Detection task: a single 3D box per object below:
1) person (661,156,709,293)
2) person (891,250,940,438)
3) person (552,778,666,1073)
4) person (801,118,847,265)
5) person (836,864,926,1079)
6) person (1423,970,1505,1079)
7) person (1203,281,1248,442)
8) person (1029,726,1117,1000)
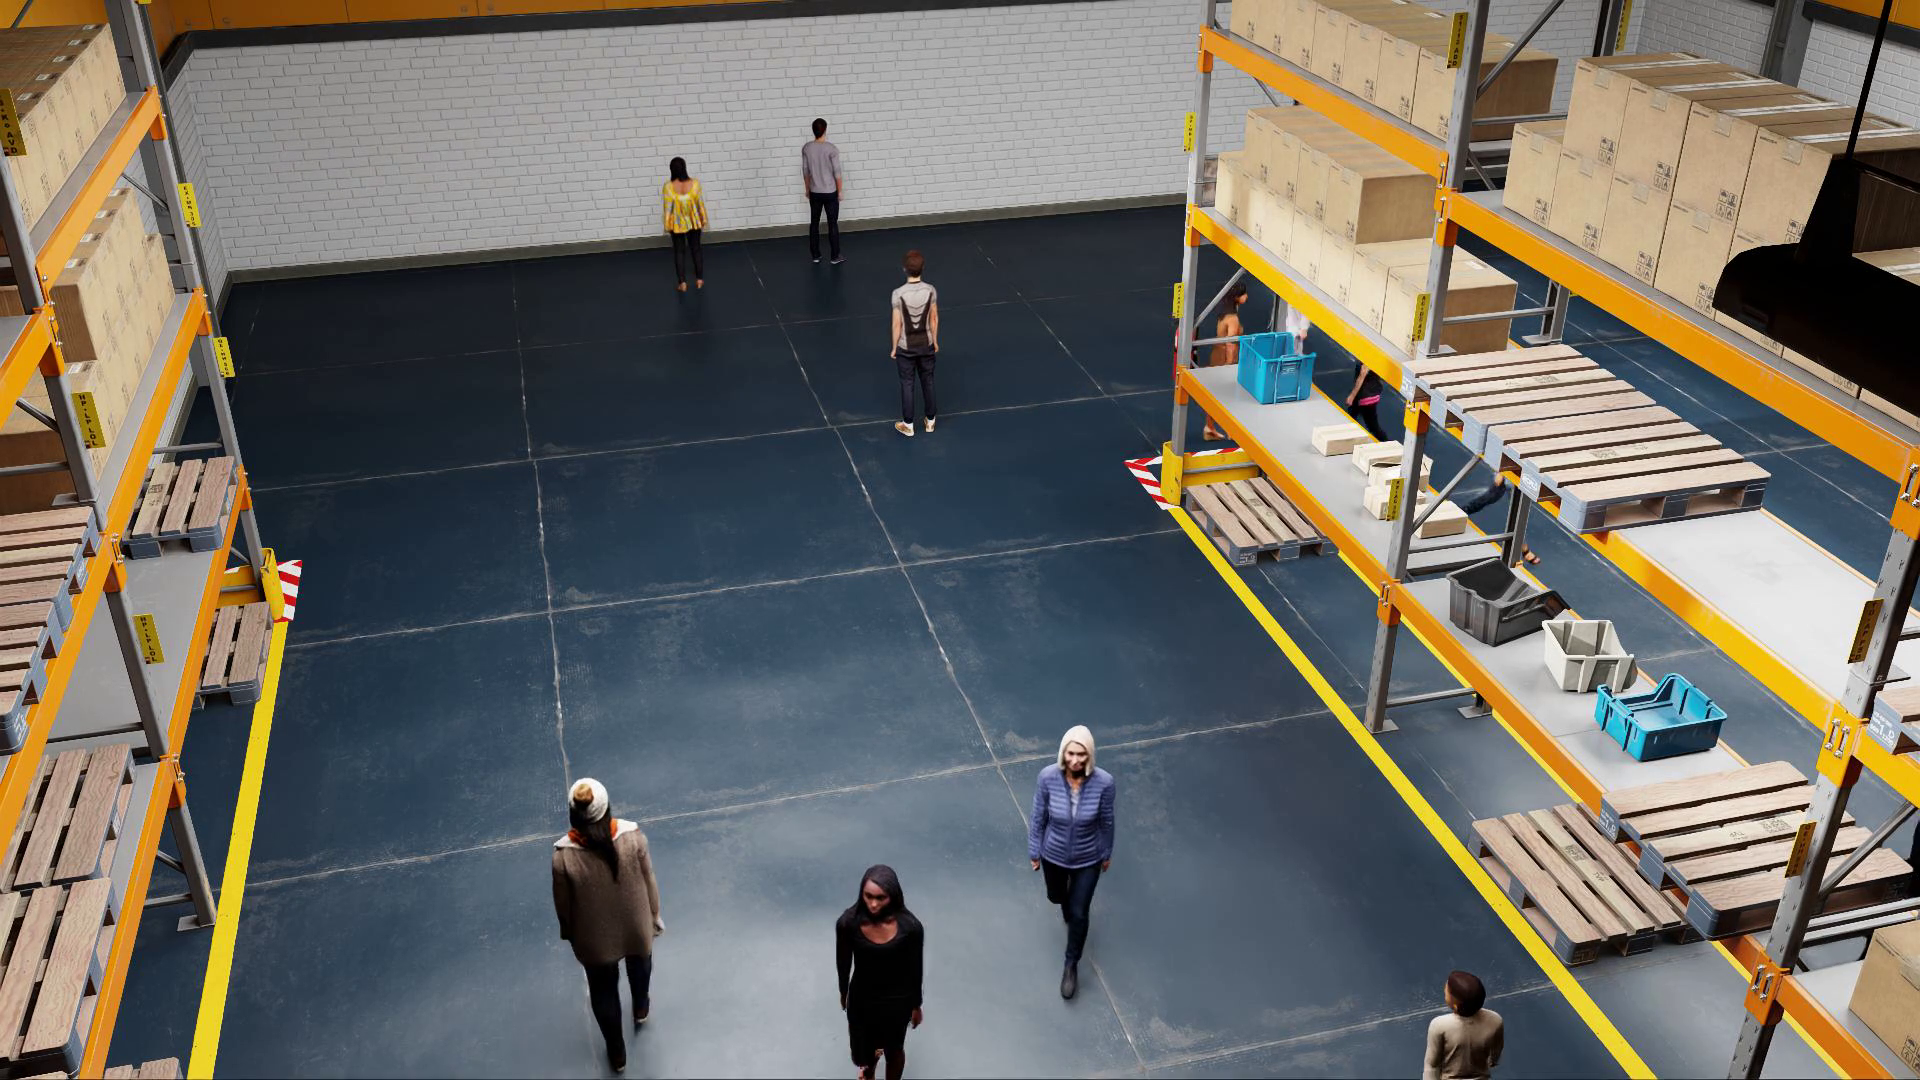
[{"bbox_3d":[-3.347,-3.845,20.229,0.714,1.655,0.746,-9,30,-16],"label":"person"},{"bbox_3d":[-0.441,-1.943,16.499,0.646,1.889,0.570,-9,30,-16],"label":"person"},{"bbox_3d":[-1.899,2.120,9.069,0.752,1.871,0.854,-10,30,-17],"label":"person"},{"bbox_3d":[-1.744,-4.433,21.112,0.737,1.843,0.741,9,30,16],"label":"person"},{"bbox_3d":[-0.392,2.355,8.806,0.726,1.709,0.781,2,29,4],"label":"person"},{"bbox_3d":[2.501,2.798,8.281,0.773,1.435,1.011,2,29,4],"label":"person"},{"bbox_3d":[2.542,-1.720,16.312,0.706,1.675,0.642,-3,29,-5],"label":"person"},{"bbox_3d":[0.671,1.793,9.827,0.939,1.720,1.157,5,29,9],"label":"person"}]
